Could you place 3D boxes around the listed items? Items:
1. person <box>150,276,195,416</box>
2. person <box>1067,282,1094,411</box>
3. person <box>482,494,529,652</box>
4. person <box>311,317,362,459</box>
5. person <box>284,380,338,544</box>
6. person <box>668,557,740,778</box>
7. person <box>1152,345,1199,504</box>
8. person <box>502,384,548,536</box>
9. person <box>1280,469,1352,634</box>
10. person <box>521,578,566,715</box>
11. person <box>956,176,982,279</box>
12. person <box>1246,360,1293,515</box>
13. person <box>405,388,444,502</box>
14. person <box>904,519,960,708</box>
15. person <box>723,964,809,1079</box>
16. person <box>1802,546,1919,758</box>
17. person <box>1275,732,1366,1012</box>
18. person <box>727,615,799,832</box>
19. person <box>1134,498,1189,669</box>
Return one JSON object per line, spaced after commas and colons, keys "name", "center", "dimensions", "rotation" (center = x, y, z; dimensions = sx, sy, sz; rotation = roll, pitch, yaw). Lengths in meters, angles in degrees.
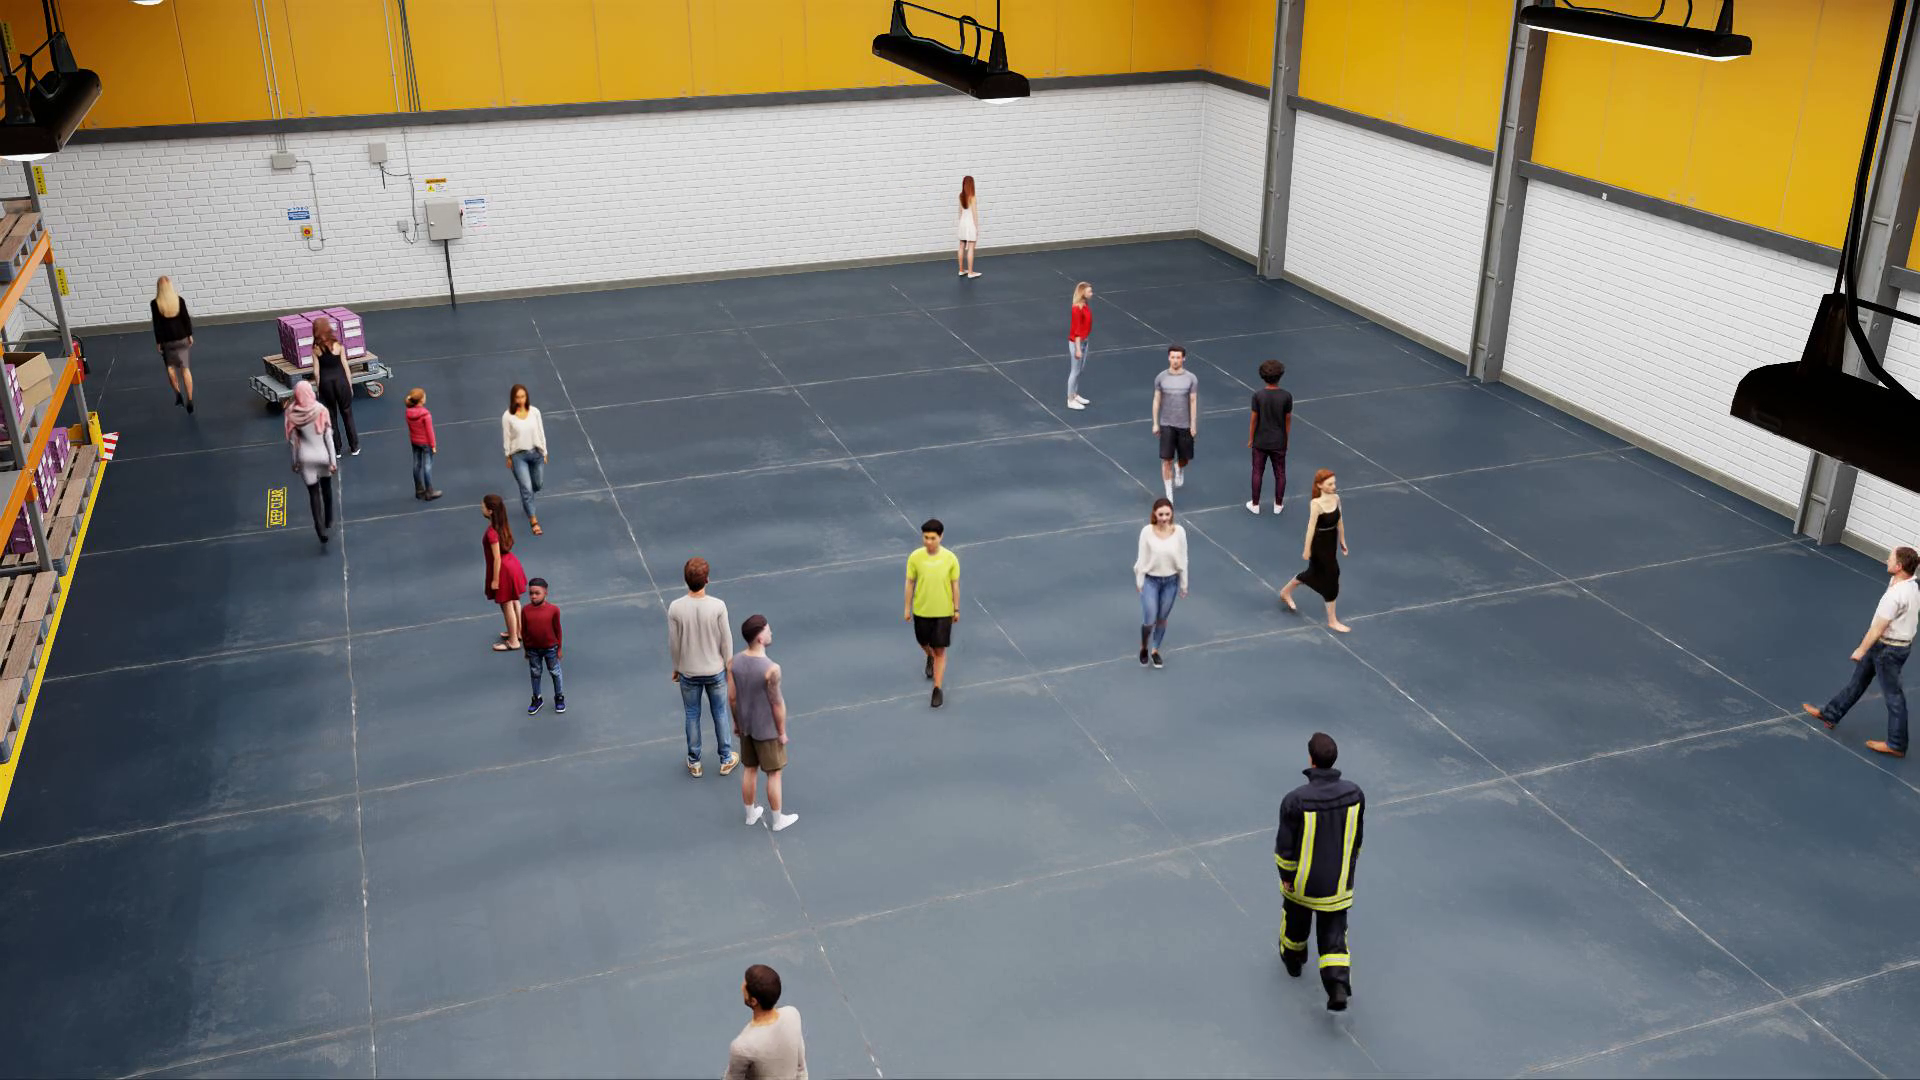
{"name": "person", "center": [-10.220, -2.516, 21.712], "dimensions": [0.748, 1.823, 0.834], "rotation": [-16, 29, -33]}
{"name": "person", "center": [1.584, -2.590, 22.029], "dimensions": [0.751, 1.704, 0.666], "rotation": [8, 25, 18]}
{"name": "person", "center": [-4.291, 0.287, 15.638], "dimensions": [0.715, 1.552, 0.651], "rotation": [2, 24, 5]}
{"name": "person", "center": [-7.654, -1.865, 20.322], "dimensions": [0.569, 1.743, 0.507], "rotation": [-9, 25, -19]}
{"name": "person", "center": [-6.940, -0.814, 17.887], "dimensions": [0.639, 1.768, 1.148], "rotation": [-8, 25, -18]}
{"name": "person", "center": [-2.089, 1.040, 13.479], "dimensions": [0.730, 1.902, 0.669], "rotation": [-1, 24, -3]}
{"name": "person", "center": [2.477, -1.332, 18.980], "dimensions": [0.980, 1.842, 1.132], "rotation": [5, 24, 11]}
{"name": "person", "center": [-4.783, -0.924, 18.269], "dimensions": [0.718, 1.664, 0.971], "rotation": [-13, 27, -27]}
{"name": "person", "center": [3.435, 0.054, 16.132], "dimensions": [1.155, 1.584, 0.898], "rotation": [20, 30, 38]}
{"name": "person", "center": [-3.662, 0.910, 14.582], "dimensions": [0.557, 1.256, 0.567], "rotation": [-1, 24, -3]}
{"name": "person", "center": [0.132, -5.352, 28.339], "dimensions": [0.692, 1.711, 0.584], "rotation": [-21, 31, -39]}
{"name": "person", "center": [3.473, -1.152, 18.646], "dimensions": [0.709, 1.780, 0.694], "rotation": [1, 24, 2]}
{"name": "person", "center": [-6.202, -1.107, 19.125], "dimensions": [0.573, 1.314, 0.640], "rotation": [12, 26, 25]}
{"name": "person", "center": [-0.236, 0.575, 14.824], "dimensions": [0.962, 1.676, 1.188], "rotation": [3, 24, 7]}
{"name": "person", "center": [-0.930, 3.118, 8.835], "dimensions": [1.260, 1.813, 1.141], "rotation": [13, 27, 27]}
{"name": "person", "center": [7.792, 0.963, 13.760], "dimensions": [1.227, 1.819, 1.022], "rotation": [19, 30, 37]}
{"name": "person", "center": [2.376, 2.190, 10.854], "dimensions": [0.976, 1.898, 1.237], "rotation": [-2, 24, -4]}
{"name": "person", "center": [-1.547, 1.423, 12.805], "dimensions": [0.719, 1.840, 0.794], "rotation": [11, 26, 24]}
{"name": "person", "center": [1.825, 0.373, 15.285], "dimensions": [0.677, 1.678, 0.657], "rotation": [-2, 24, -5]}
